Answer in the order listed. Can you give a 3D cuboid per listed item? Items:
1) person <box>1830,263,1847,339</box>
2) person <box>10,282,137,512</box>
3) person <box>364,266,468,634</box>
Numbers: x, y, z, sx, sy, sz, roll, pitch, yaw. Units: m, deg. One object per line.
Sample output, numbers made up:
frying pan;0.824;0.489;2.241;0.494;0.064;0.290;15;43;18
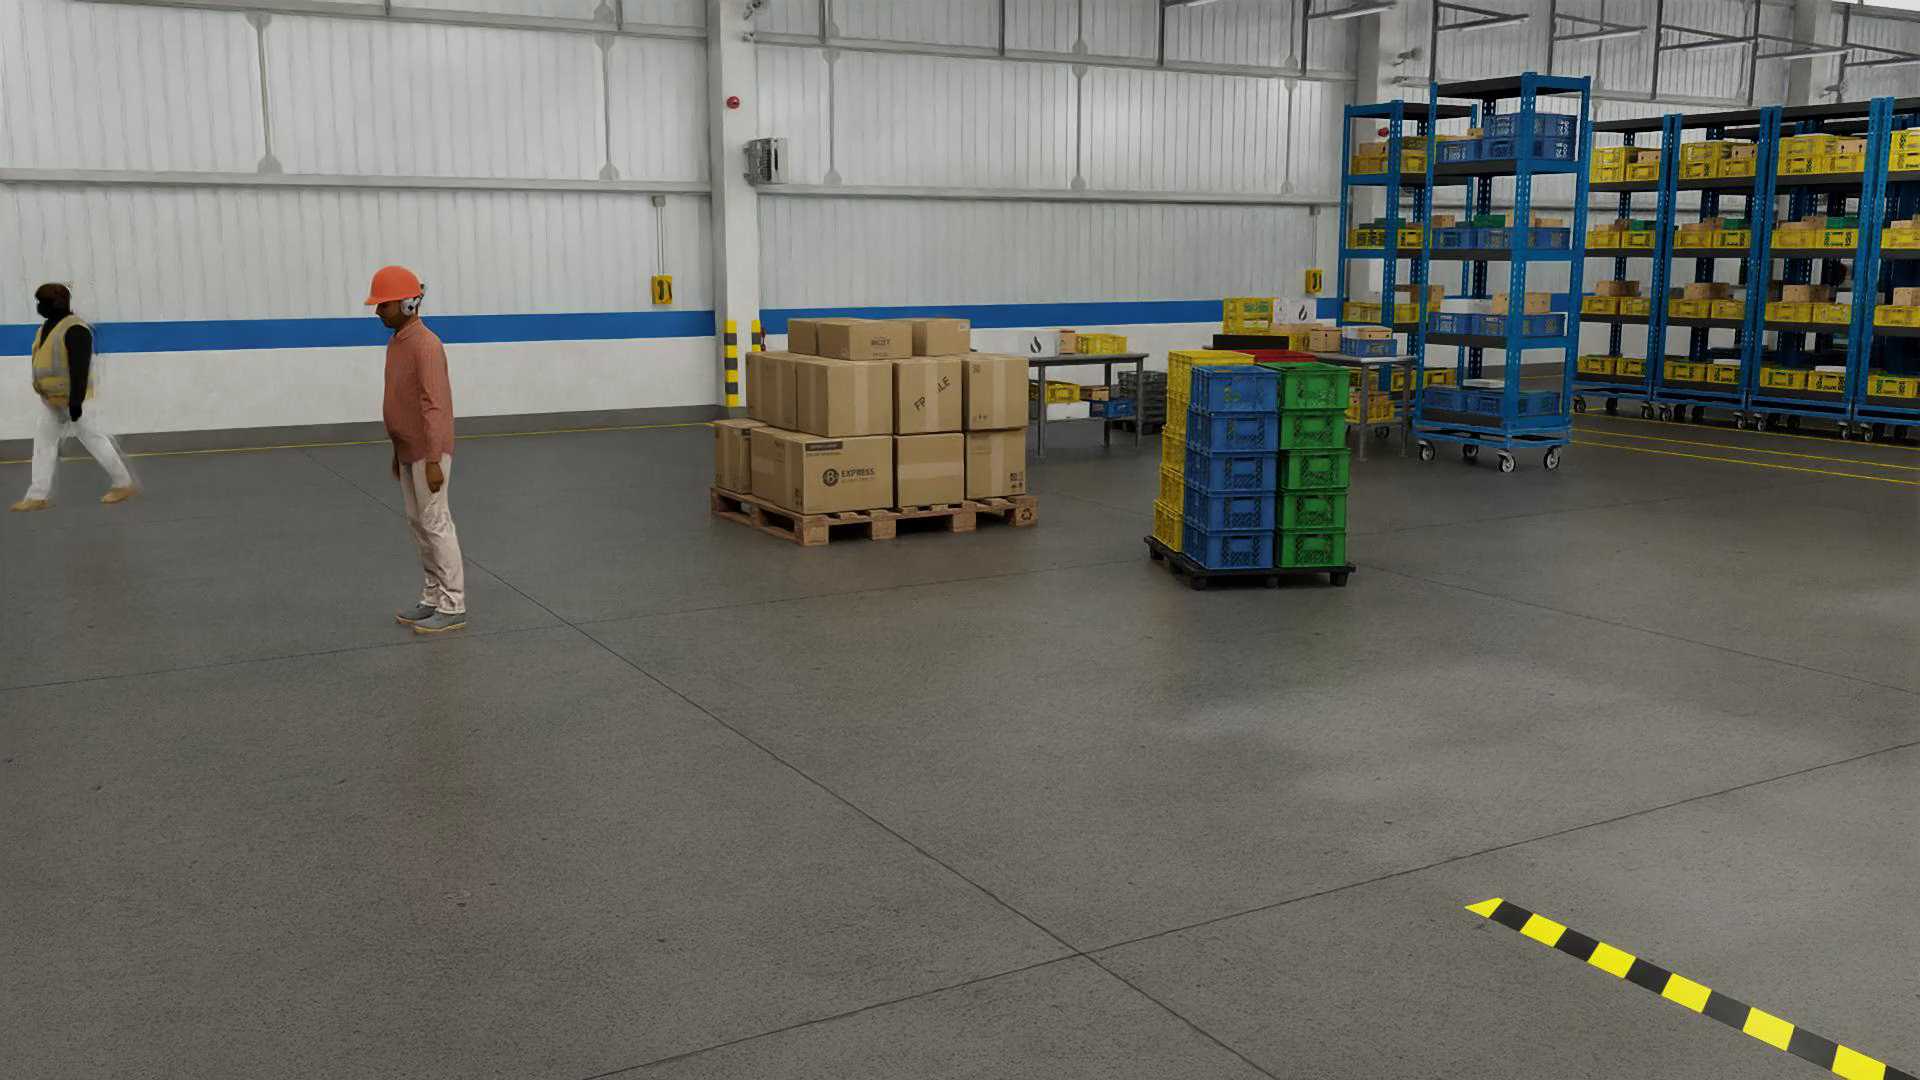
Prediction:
person;13.517;-3.322;25.477;0.491;1.822;0.601;-3;11;-18
person;-7.076;-1.145;13.231;0.639;1.801;0.944;7;12;34
person;-2.937;-0.475;8.944;0.434;1.977;0.601;-7;12;-34
